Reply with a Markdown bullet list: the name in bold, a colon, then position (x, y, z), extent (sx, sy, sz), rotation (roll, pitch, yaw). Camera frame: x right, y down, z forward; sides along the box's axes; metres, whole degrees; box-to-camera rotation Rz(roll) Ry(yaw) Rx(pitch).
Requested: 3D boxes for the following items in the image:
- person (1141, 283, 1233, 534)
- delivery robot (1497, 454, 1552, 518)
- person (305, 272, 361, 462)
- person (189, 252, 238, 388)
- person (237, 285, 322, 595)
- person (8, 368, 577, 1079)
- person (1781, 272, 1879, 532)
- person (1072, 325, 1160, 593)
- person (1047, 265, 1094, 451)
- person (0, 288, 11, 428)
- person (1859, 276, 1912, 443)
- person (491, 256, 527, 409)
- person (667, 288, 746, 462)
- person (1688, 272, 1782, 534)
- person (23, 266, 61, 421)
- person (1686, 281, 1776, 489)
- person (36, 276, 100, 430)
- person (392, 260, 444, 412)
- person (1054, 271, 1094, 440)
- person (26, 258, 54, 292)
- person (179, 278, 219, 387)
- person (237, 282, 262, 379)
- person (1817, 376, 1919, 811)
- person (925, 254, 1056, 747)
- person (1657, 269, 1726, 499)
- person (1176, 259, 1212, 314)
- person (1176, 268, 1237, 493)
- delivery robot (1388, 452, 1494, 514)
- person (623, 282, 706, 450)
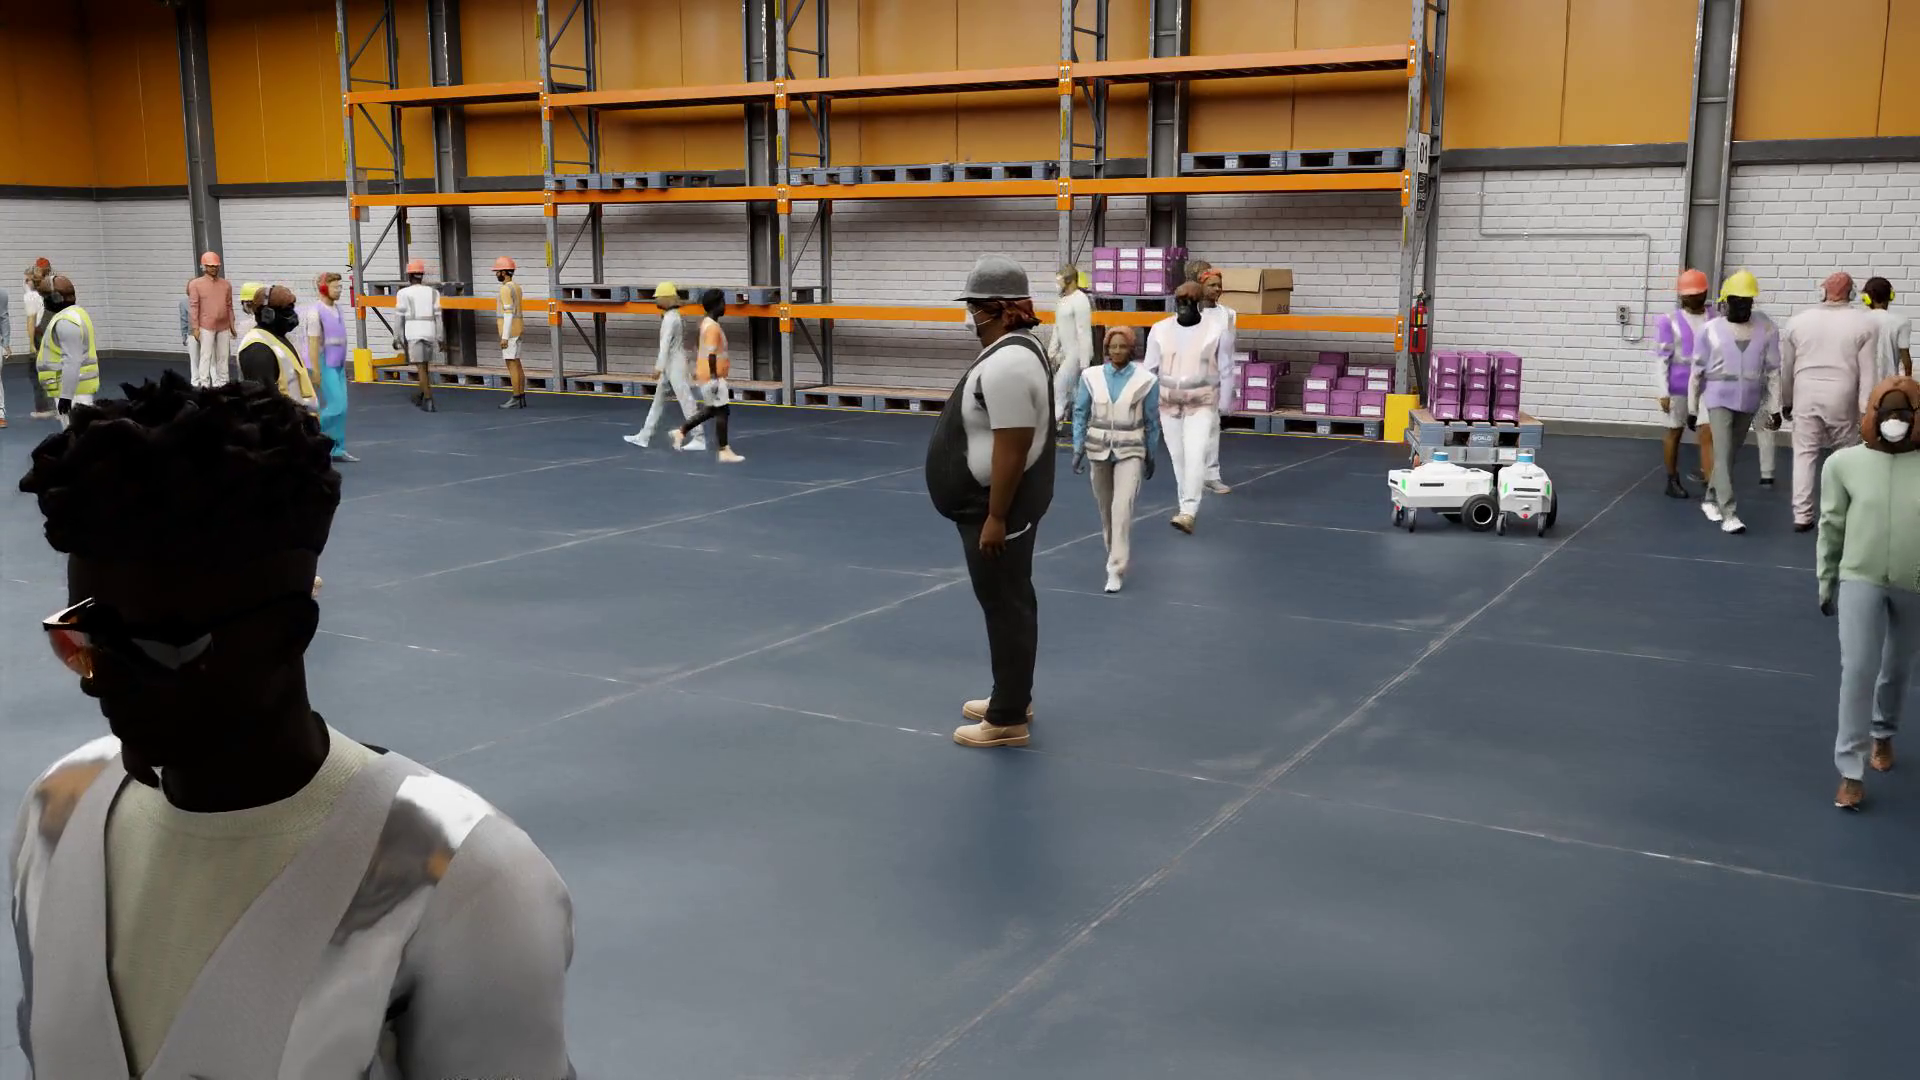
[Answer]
- **person**: position (1.618, -0.955, 12.086), extent (0.637, 1.798, 0.929), rotation (5, 11, 26)
- **delivery robot**: position (4.107, -0.384, 12.109), extent (0.477, 0.478, 0.707), rotation (3, 10, 15)
- **person**: position (-6.008, -1.626, 15.812), extent (0.458, 1.831, 0.577), rotation (0, 10, 0)
- **person**: position (-10.060, -2.884, 22.456), extent (0.396, 1.992, 0.623), rotation (7, 12, 35)
- **person**: position (-4.013, -0.580, 9.845), extent (0.429, 1.841, 0.633), rotation (-2, 10, -11)
- **person**: position (-0.640, 0.821, 1.559), extent (0.604, 1.965, 0.367), rotation (4, 11, 19)
- **person**: position (6.368, -1.012, 12.186), extent (0.662, 1.869, 0.852), rotation (8, 13, 37)
- **person**: position (0.973, -0.529, 10.245), extent (0.506, 1.596, 0.876), rotation (3, 11, 18)
- **person**: position (1.066, -1.815, 16.731), extent (1.066, 1.870, 0.637), rotation (-1, 10, -7)
- **person**: position (-11.110, -2.218, 18.864), extent (0.627, 1.934, 0.370), rotation (-5, 11, -28)
- **person**: position (7.386, -1.201, 13.438), extent (0.556, 1.824, 0.562), rotation (-10, 14, -44)
- **person**: position (-5.765, -2.637, 21.218), extent (0.368, 1.935, 0.552), rotation (0, 10, 1)
- **person**: position (-2.435, -1.562, 15.886), extent (0.663, 1.678, 0.540), rotation (-2, 10, -10)
- **person**: position (5.674, -1.014, 12.211), extent (0.594, 1.884, 0.993), rotation (0, 10, 3)
- **person**: position (-10.784, -2.296, 19.581), extent (0.630, 1.825, 0.534), rotation (6, 11, 29)
- **person**: position (6.750, -1.338, 14.315), extent (0.641, 1.791, 0.684), rotation (-4, 11, -23)
- **person**: position (-7.068, -1.169, 13.201), extent (0.429, 1.837, 0.620), rotation (-4, 11, -21)
- **person**: position (-6.879, -2.578, 21.011), extent (0.967, 1.888, 0.565), rotation (10, 14, 44)
- **person**: position (1.316, -1.942, 17.660), extent (0.843, 1.794, 0.612), rotation (3, 10, 15)
- **person**: position (-14.596, -3.569, 26.643), extent (0.572, 1.887, 0.356), rotation (-5, 11, -28)
- **person**: position (-10.654, -2.848, 23.316), extent (0.500, 1.624, 0.304), rotation (-2, 10, -12)
- **person**: position (-6.228, -1.433, 14.940), extent (0.471, 1.755, 0.528), rotation (2, 10, 12)
- **person**: position (3.523, 0.167, 6.320), extent (0.506, 1.592, 0.845), rotation (5, 11, 25)
- **person**: position (0.125, -0.168, 6.947), extent (0.538, 2.000, 0.689), rotation (1, 10, 7)
- **person**: position (5.889, -1.215, 13.334), extent (0.561, 1.875, 0.993), rotation (1, 10, 7)
- **person**: position (2.593, -2.031, 17.822), extent (0.668, 1.918, 0.651), rotation (5, 11, 28)
- **person**: position (2.057, -1.314, 13.881), extent (0.575, 1.885, 0.355), rotation (-5, 11, -25)
- **delivery robot**: position (3.522, -0.401, 12.204), extent (0.707, 0.478, 0.477), rotation (-1, 10, -4)
- **person**: position (-3.005, -1.748, 16.852), extent (0.887, 1.702, 0.496), rotation (-2, 10, -10)
